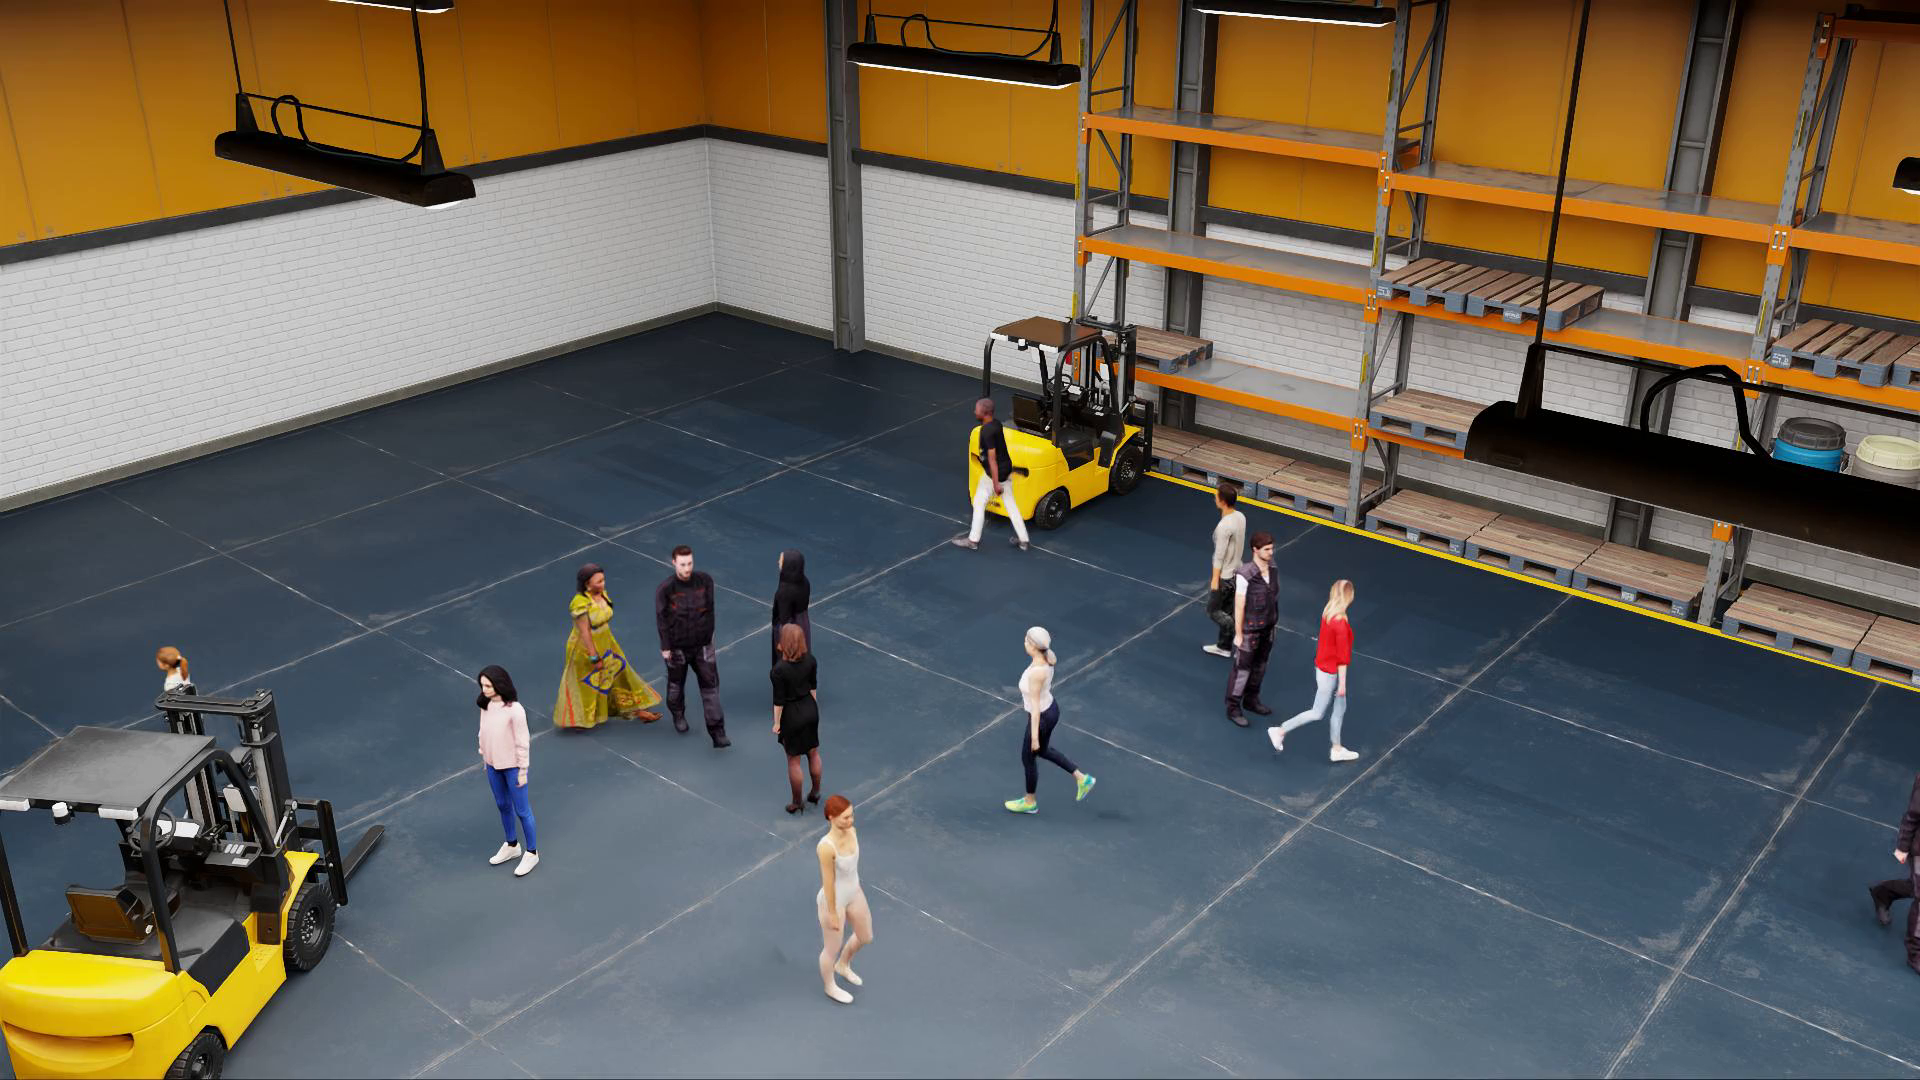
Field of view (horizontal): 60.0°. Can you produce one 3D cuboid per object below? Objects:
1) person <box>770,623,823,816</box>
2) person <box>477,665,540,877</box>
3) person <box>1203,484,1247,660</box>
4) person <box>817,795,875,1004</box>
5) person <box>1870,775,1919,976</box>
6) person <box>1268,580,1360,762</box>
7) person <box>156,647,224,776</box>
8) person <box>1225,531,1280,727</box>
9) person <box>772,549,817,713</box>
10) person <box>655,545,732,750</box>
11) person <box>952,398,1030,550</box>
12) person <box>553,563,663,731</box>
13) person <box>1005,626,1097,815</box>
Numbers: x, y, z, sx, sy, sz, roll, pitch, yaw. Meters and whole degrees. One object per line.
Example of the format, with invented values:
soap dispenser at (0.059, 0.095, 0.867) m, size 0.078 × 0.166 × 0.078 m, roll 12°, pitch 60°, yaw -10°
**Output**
person at (-1.315, 1.456, 13.527) m, size 0.625 × 1.706 × 0.562 m, roll -18°, pitch 30°, yaw -36°
person at (-3.476, 1.743, 12.792) m, size 0.509 × 1.768 × 0.731 m, roll 15°, pitch 28°, yaw 31°
person at (2.646, 0.341, 15.966) m, size 0.834 × 1.795 × 0.751 m, roll 13°, pitch 27°, yaw 28°
person at (-0.889, 2.436, 11.374) m, size 0.567 × 1.634 × 0.570 m, roll 15°, pitch 28°, yaw 31°
person at (6.865, 2.150, 11.808) m, size 1.123 × 1.812 × 1.238 m, roll -5°, pitch 24°, yaw -11°
person at (3.087, 1.159, 14.240) m, size 1.115 × 1.678 × 1.031 m, roll 0°, pitch 24°, yaw -1°
person at (-6.462, 1.484, 13.960) m, size 0.797 × 1.307 × 0.714 m, roll 0°, pitch 24°, yaw 0°
person at (2.634, 0.765, 14.930) m, size 0.692 × 1.848 × 0.631 m, roll -19°, pitch 30°, yaw -36°
person at (-1.523, 0.823, 15.092) m, size 0.667 × 1.613 × 0.664 m, roll 11°, pitch 26°, yaw 23°
person at (-2.415, 0.896, 14.615) m, size 1.022 × 1.861 × 1.275 m, roll -11°, pitch 26°, yaw -23°
person at (0.465, -0.679, 18.356) m, size 1.194 × 1.750 × 0.955 m, roll 8°, pitch 25°, yaw 18°
person at (-3.337, 0.980, 14.727) m, size 1.331 × 1.616 × 1.097 m, roll 7°, pitch 25°, yaw 16°
person at (0.749, 1.489, 13.475) m, size 1.062 × 1.687 × 0.872 m, roll 5°, pitch 24°, yaw 10°
